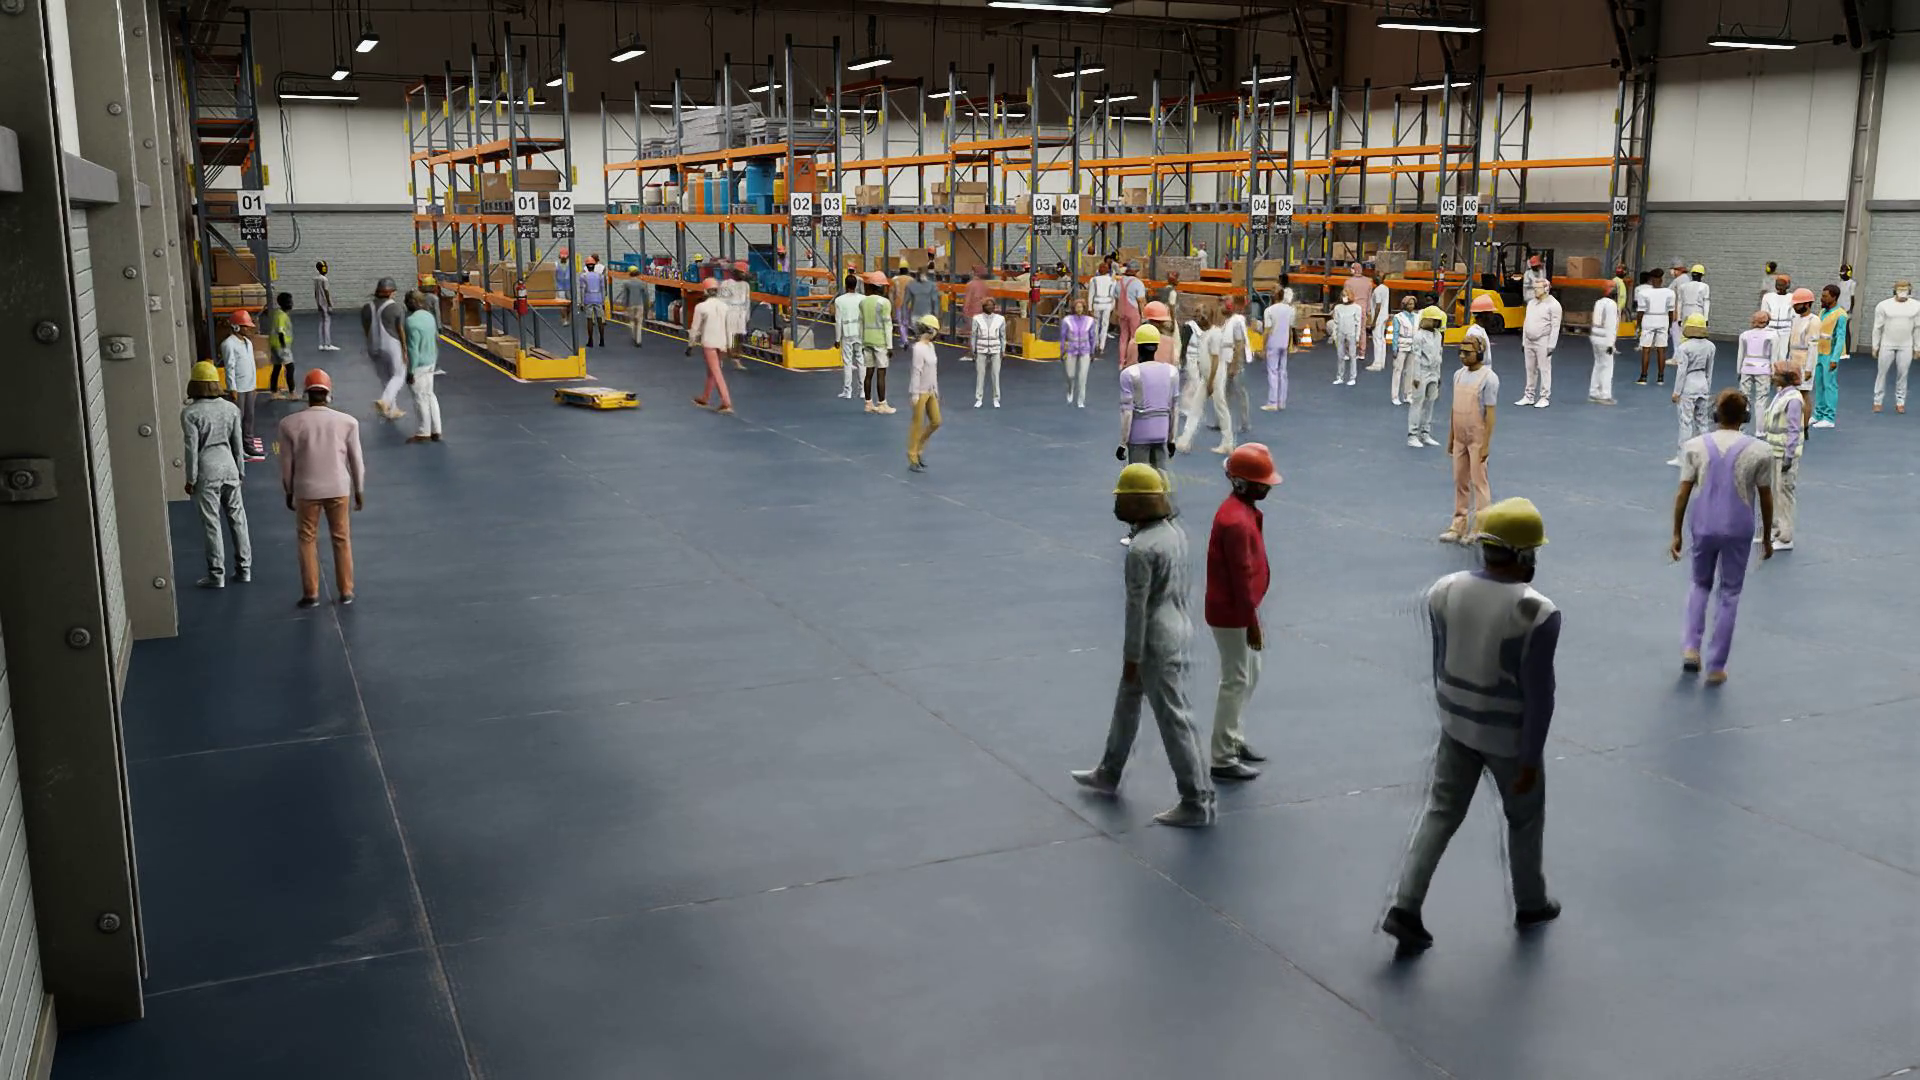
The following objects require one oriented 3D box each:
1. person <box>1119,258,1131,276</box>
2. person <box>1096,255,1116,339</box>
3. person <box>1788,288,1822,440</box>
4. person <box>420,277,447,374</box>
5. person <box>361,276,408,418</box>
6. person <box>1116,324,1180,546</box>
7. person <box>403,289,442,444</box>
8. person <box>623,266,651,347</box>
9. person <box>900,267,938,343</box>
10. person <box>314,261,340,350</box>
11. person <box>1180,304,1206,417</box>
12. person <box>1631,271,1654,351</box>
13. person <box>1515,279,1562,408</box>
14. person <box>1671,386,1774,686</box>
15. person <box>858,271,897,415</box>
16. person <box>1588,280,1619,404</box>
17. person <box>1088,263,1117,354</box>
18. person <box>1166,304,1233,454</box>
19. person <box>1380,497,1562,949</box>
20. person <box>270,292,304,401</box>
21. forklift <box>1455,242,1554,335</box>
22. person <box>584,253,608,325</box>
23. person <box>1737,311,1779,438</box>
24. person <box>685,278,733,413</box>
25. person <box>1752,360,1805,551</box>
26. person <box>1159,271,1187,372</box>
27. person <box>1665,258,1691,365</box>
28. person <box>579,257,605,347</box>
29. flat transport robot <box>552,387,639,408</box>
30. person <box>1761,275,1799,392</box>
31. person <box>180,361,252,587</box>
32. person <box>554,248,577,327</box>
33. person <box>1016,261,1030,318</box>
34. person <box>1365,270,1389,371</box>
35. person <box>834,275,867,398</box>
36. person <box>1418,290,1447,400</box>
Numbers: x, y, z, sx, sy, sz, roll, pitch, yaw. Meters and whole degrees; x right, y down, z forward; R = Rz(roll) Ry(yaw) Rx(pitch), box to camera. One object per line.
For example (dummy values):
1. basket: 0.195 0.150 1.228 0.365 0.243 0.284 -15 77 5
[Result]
1. person: 4.695 -7.179 47.124 0.552 1.602 0.604 0 11 1
2. person: 3.353 -5.590 38.258 0.394 1.916 0.590 11 16 44
3. person: 10.700 -2.237 21.204 0.392 1.925 0.548 0 11 0
4. person: -9.483 -3.841 29.813 0.489 1.743 0.308 5 12 24
5. person: -8.006 -2.684 23.172 0.688 2.000 0.731 4 12 18
6. person: 1.606 -0.893 14.362 0.594 1.924 0.382 -6 12 -26
7. person: -6.754 -2.170 20.829 0.354 1.938 0.636 1 11 7
8. person: -6.991 -5.062 36.039 0.580 1.720 0.761 0 11 -1
9. person: -0.768 -4.230 31.478 0.690 1.864 1.065 1 11 7
10. person: -13.377 -4.936 35.037 0.526 1.876 0.324 10 15 40
11. person: 3.312 -2.525 23.460 0.430 1.603 0.522 9 14 37
12. person: 14.245 -4.729 34.488 0.544 1.671 0.536 -6 13 -29
13. person: 8.602 -2.927 24.751 0.408 1.908 0.641 -6 12 -26
14. person: 4.682 -0.025 10.206 0.523 1.825 0.486 9 14 37
15. person: -1.184 -2.822 23.867 0.608 2.045 0.391 10 15 42
16. person: 9.763 -2.993 25.178 0.391 1.876 0.594 -1 11 -7
17. person: 2.946 -4.798 34.408 0.579 1.842 0.930 1 11 7
18. person: 2.877 -1.889 19.773 0.935 1.782 0.545 -3 11 -13
19. person: 2.040 0.722 6.504 0.902 1.799 0.590 -9 14 -38
20. person: -10.361 -2.955 25.508 0.572 1.665 0.543 -4 12 -20
21. forklift: 13.047 -6.049 39.881 2.313 2.155 1.214 -5 12 -23
22. person: -9.344 -6.427 42.692 0.573 1.843 0.376 0 11 0
23. person: 10.254 -2.132 21.420 0.314 1.629 0.508 -9 14 -39
24. person: -3.619 -2.831 24.201 1.046 1.941 0.626 9 14 38
25. person: 7.048 -0.726 14.251 0.310 1.636 0.523 2 11 12
26. person: 3.845 -3.966 30.236 0.491 1.828 0.568 -3 11 -13
27. person: 13.686 -4.383 31.808 0.535 2.000 0.689 4 12 21
28. person: -7.927 -5.126 35.874 0.543 1.927 0.383 -5 12 -25
29. flat transport robot: -5.483 -2.151 24.973 0.652 0.197 1.431 -10 15 -42
30. person: 13.227 -3.341 26.907 0.573 1.885 0.356 6 13 27
31. person: -5.777 -0.507 12.865 0.319 1.742 0.492 7 13 32
32. person: -10.097 -6.457 42.473 0.607 2.006 0.956 -4 12 -17
33. person: 1.561 -5.694 39.234 0.563 1.742 0.360 -6 13 -27
34. person: 7.657 -4.019 30.455 0.332 1.844 0.518 7 13 31
35. person: -1.682 -3.175 25.978 0.593 1.920 0.392 -6 13 -28
36. person: 7.257 -3.002 25.688 0.319 1.694 0.533 -9 14 -37
